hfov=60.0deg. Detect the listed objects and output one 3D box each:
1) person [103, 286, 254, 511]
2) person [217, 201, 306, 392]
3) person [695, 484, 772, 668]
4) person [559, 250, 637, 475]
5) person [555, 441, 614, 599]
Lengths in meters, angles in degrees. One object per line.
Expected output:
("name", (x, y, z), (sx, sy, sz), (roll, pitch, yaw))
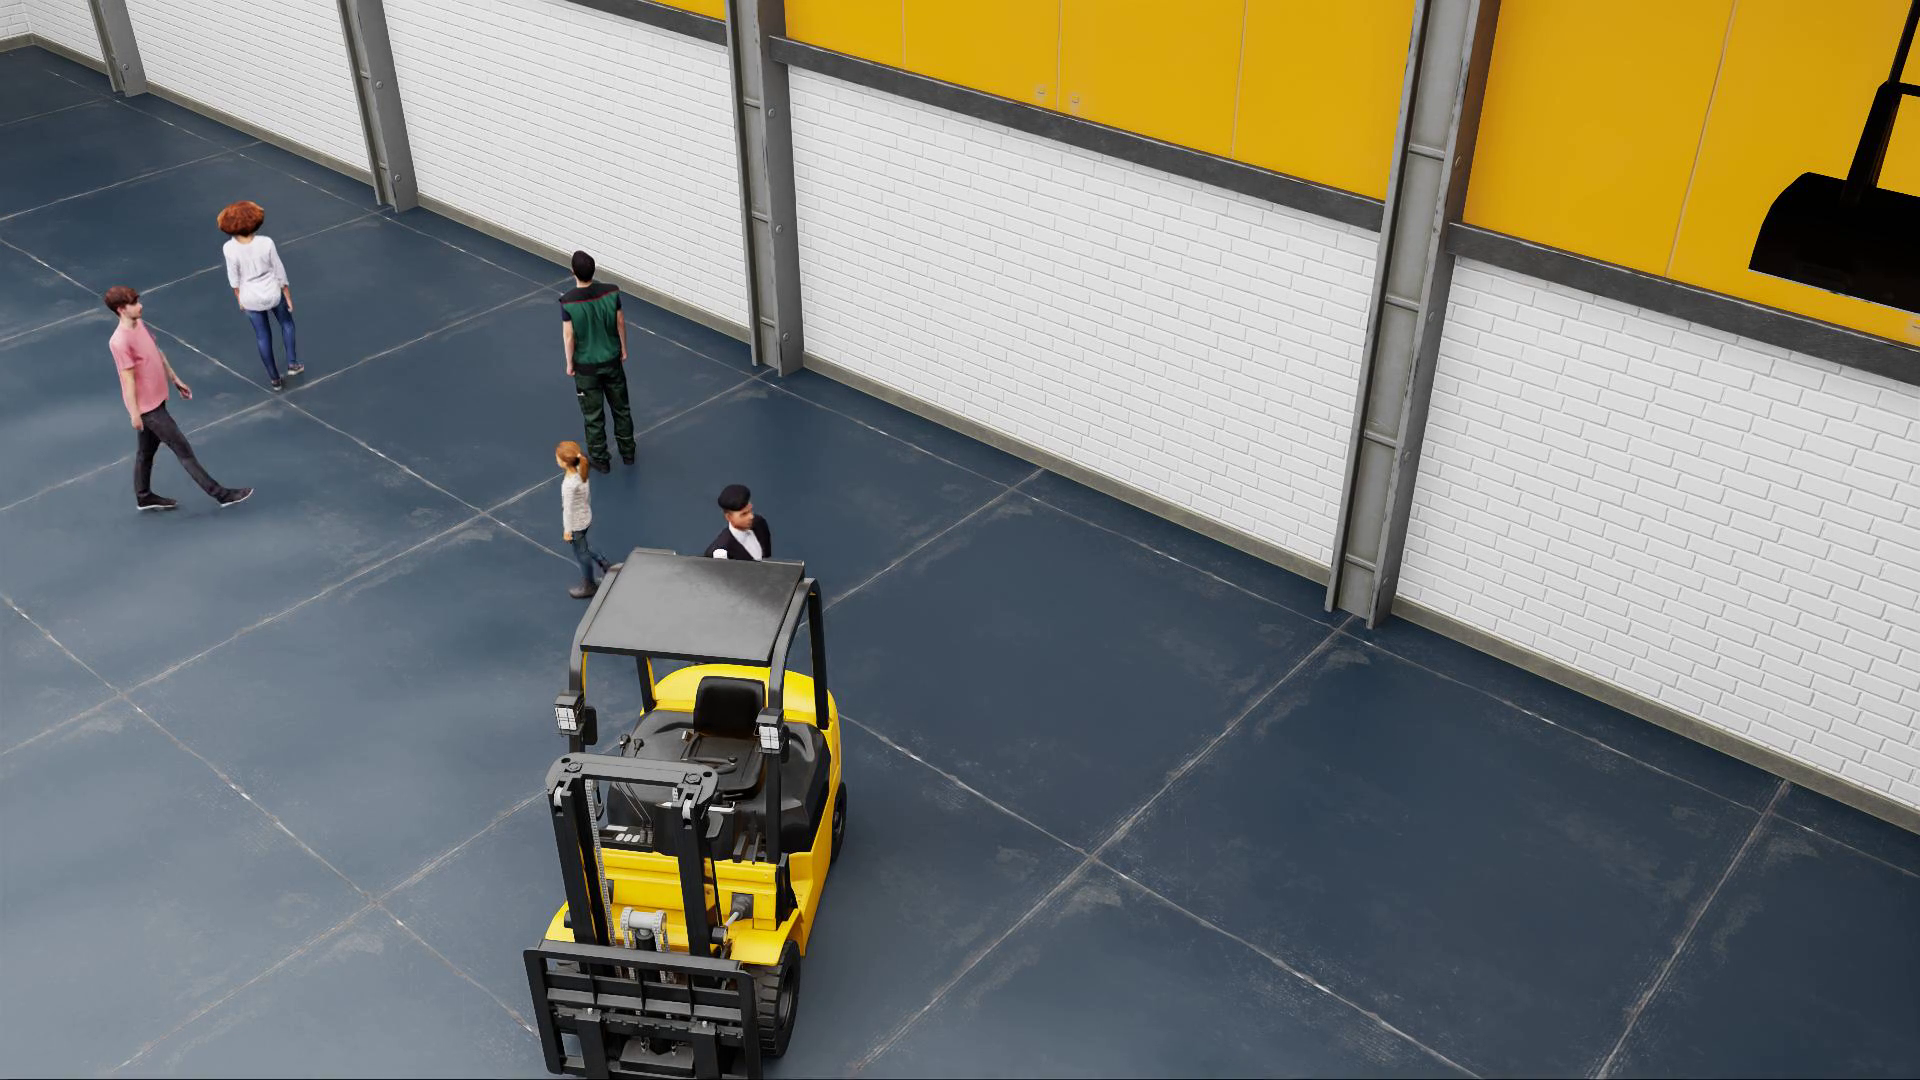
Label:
("person", (-6.327, -1.035, 12.774), (1.129, 1.915, 1.159), (-8, 34, -11))
("person", (-6.126, -2.104, 14.575), (0.781, 1.701, 0.822), (-8, 34, -12))
("person", (-1.424, 0.410, 10.650), (1.160, 1.861, 0.831), (17, 37, 24))
("person", (-2.917, -1.438, 13.394), (0.749, 1.900, 0.704), (-18, 38, -25))
("person", (-2.673, -0.122, 11.948), (0.719, 1.308, 0.631), (4, 34, 6))
